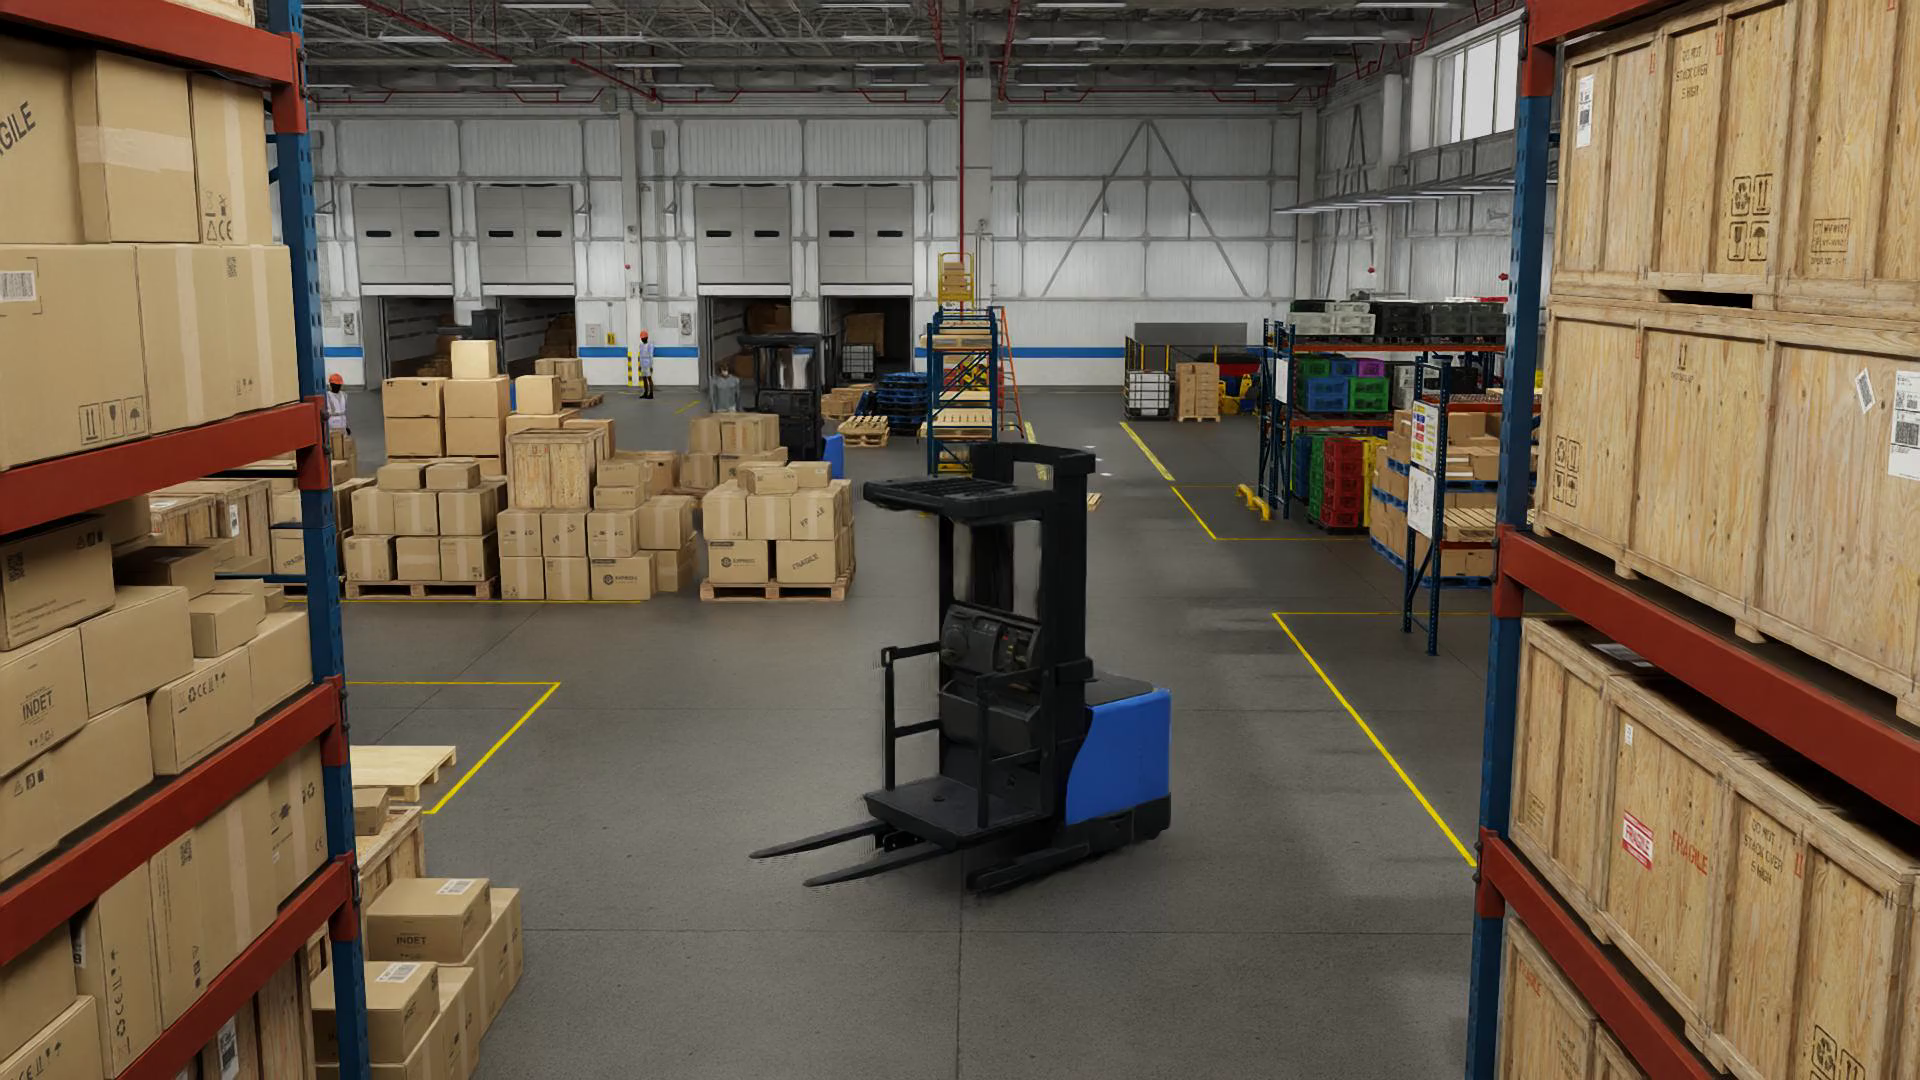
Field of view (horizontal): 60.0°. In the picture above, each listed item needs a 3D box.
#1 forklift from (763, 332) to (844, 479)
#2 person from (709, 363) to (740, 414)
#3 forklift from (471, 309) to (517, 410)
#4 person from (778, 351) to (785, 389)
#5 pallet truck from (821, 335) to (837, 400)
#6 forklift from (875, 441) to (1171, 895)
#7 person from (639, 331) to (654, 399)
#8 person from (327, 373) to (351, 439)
[{"bbox_3d":[-2.714,-2.017,27.341,1.129,2.768,1.873,3,10,17],"label":"forklift"},{"bbox_3d":[-4.827,-2.698,34.155,0.652,1.888,1.039,-2,10,-13],"label":"person"},{"bbox_3d":[-10.871,-3.933,38.391,1.873,2.768,1.129,1,10,7],"label":"forklift"},{"bbox_3d":[-4.402,-3.513,38.924,0.869,1.850,0.606,-6,12,-33],"label":"person"},{"bbox_3d":[-3.021,-4.312,43.126,1.885,1.965,0.823,3,10,17],"label":"pallet truck"},{"bbox_3d":[0.487,0.745,11.407,1.873,2.768,1.129,-8,13,-39],"label":"forklift"},{"bbox_3d":[-8.885,-4.947,46.996,0.544,1.929,0.386,8,13,39],"label":"person"},{"bbox_3d":[-11.414,-2.094,30.511,0.377,1.932,0.551,5,11,29],"label":"person"}]
